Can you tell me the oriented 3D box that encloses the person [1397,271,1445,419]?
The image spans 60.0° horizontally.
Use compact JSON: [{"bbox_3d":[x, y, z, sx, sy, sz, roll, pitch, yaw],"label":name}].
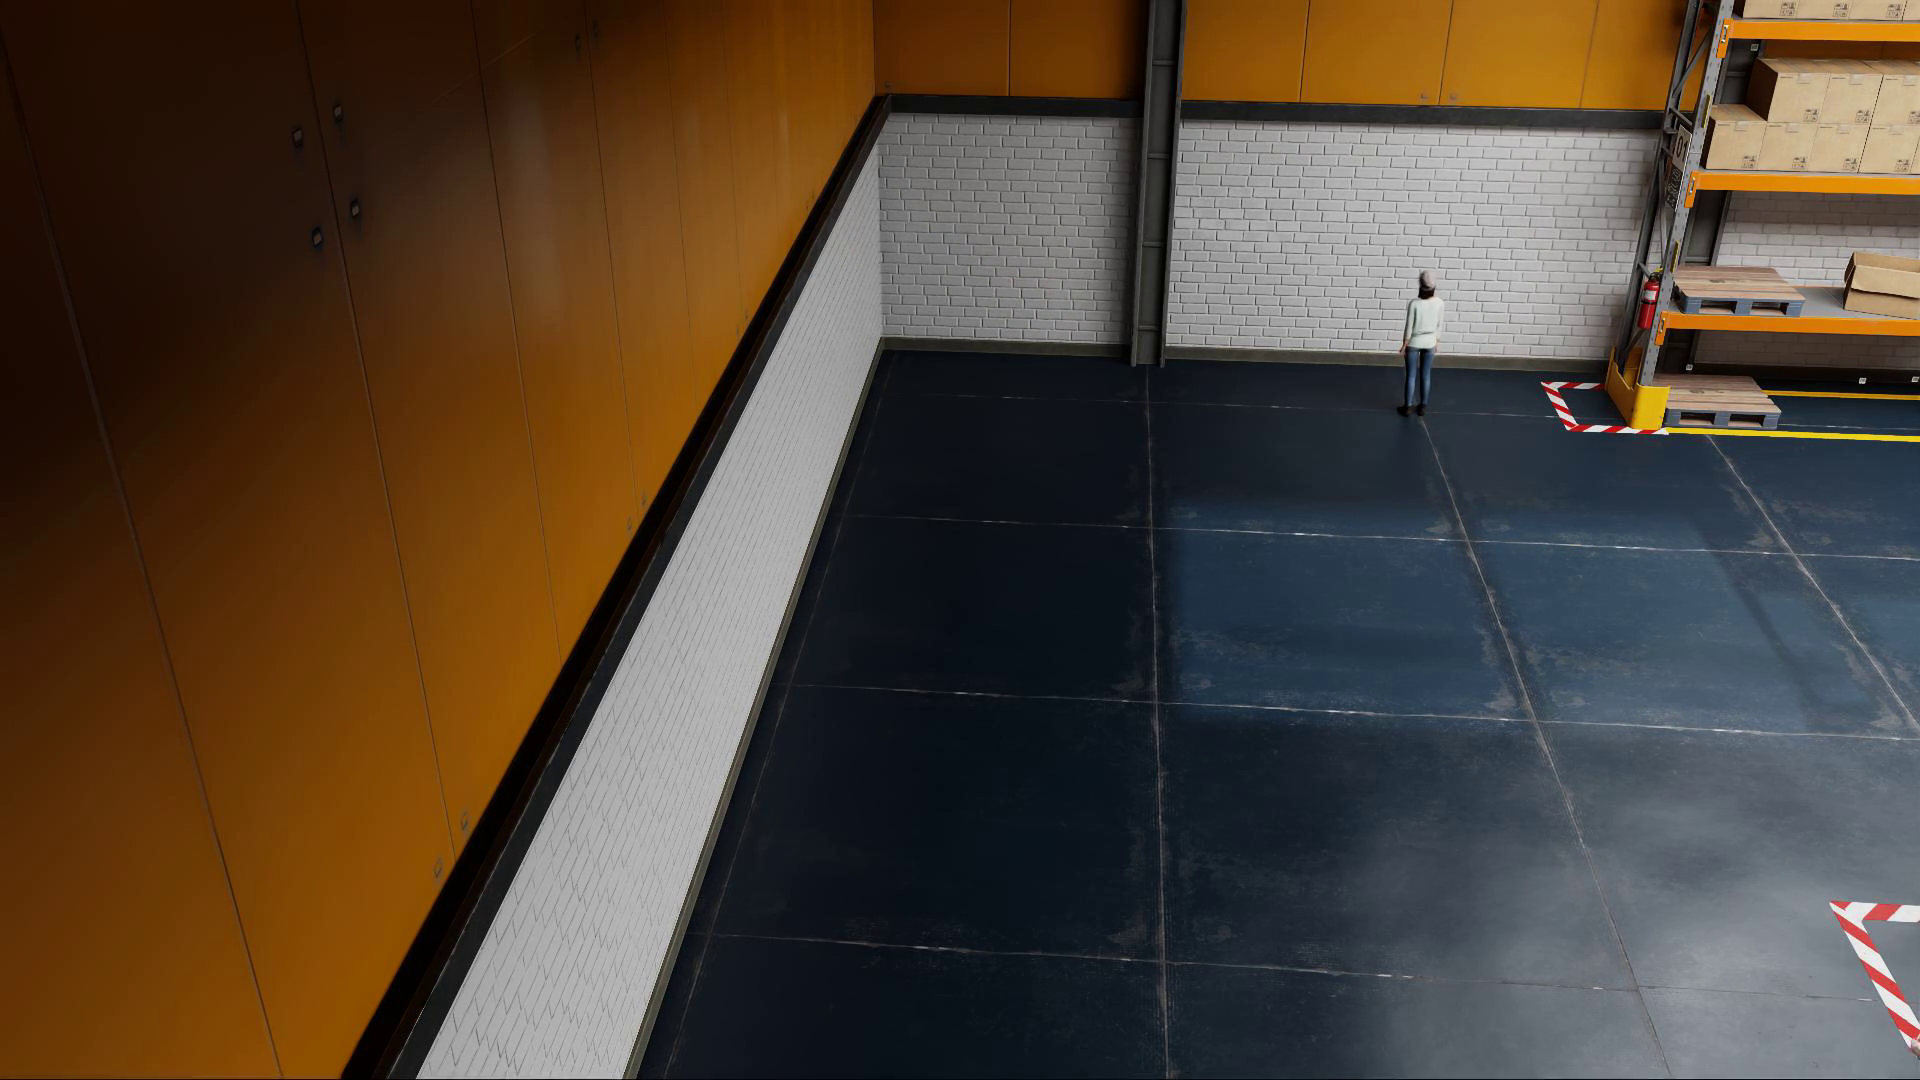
[{"bbox_3d":[4.999,-2.135,18.030,0.491,1.652,0.665,-3,29,-5],"label":"person"}]
